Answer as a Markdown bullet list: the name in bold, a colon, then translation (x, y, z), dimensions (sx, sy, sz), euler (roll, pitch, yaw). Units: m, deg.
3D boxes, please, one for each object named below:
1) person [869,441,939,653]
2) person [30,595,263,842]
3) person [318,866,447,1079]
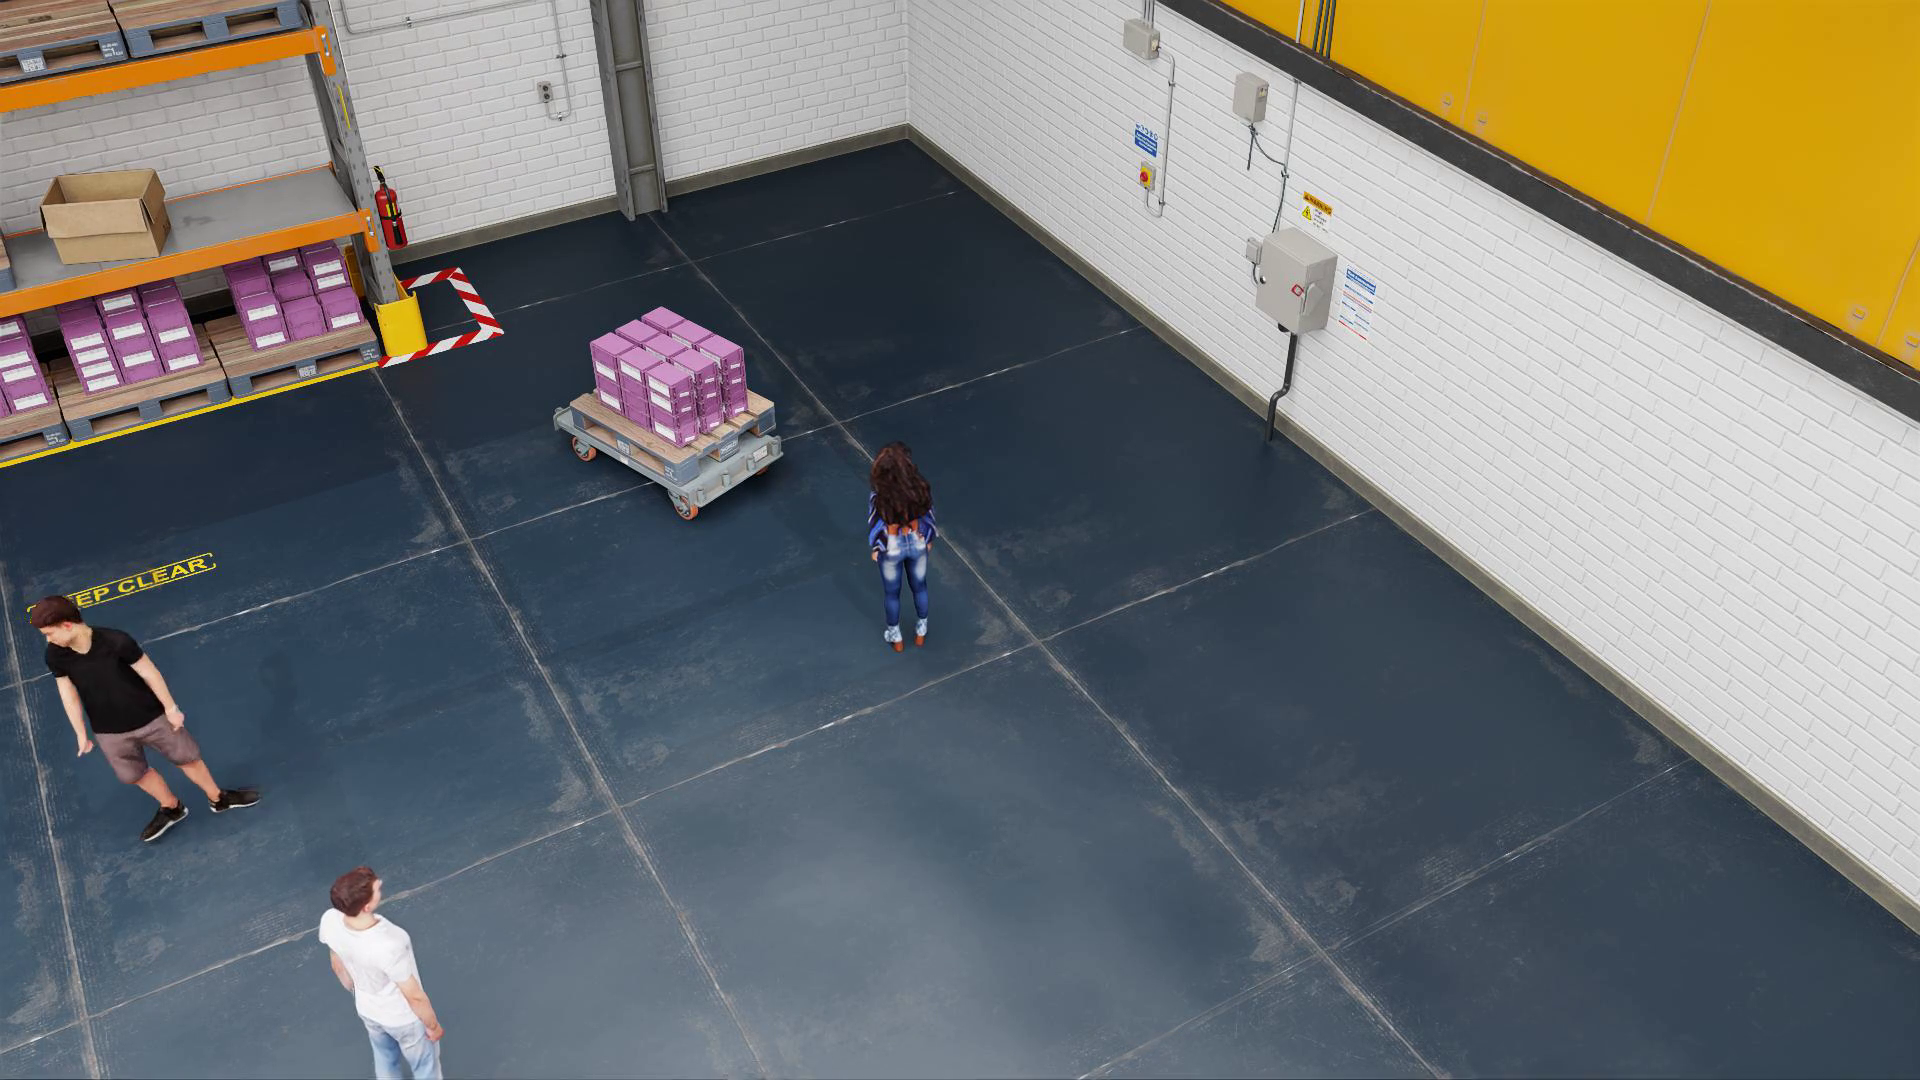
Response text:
- **person**: translation (-0.371, 0.041, 10.728), dimensions (0.572, 1.624, 0.718), euler (-9, 39, -11)
- **person**: translation (-4.629, 0.976, 9.401), dimensions (0.644, 1.820, 1.053), euler (-16, 41, -19)
- **person**: translation (-2.679, 2.202, 7.840), dimensions (0.732, 1.851, 0.736), euler (18, 42, 21)
